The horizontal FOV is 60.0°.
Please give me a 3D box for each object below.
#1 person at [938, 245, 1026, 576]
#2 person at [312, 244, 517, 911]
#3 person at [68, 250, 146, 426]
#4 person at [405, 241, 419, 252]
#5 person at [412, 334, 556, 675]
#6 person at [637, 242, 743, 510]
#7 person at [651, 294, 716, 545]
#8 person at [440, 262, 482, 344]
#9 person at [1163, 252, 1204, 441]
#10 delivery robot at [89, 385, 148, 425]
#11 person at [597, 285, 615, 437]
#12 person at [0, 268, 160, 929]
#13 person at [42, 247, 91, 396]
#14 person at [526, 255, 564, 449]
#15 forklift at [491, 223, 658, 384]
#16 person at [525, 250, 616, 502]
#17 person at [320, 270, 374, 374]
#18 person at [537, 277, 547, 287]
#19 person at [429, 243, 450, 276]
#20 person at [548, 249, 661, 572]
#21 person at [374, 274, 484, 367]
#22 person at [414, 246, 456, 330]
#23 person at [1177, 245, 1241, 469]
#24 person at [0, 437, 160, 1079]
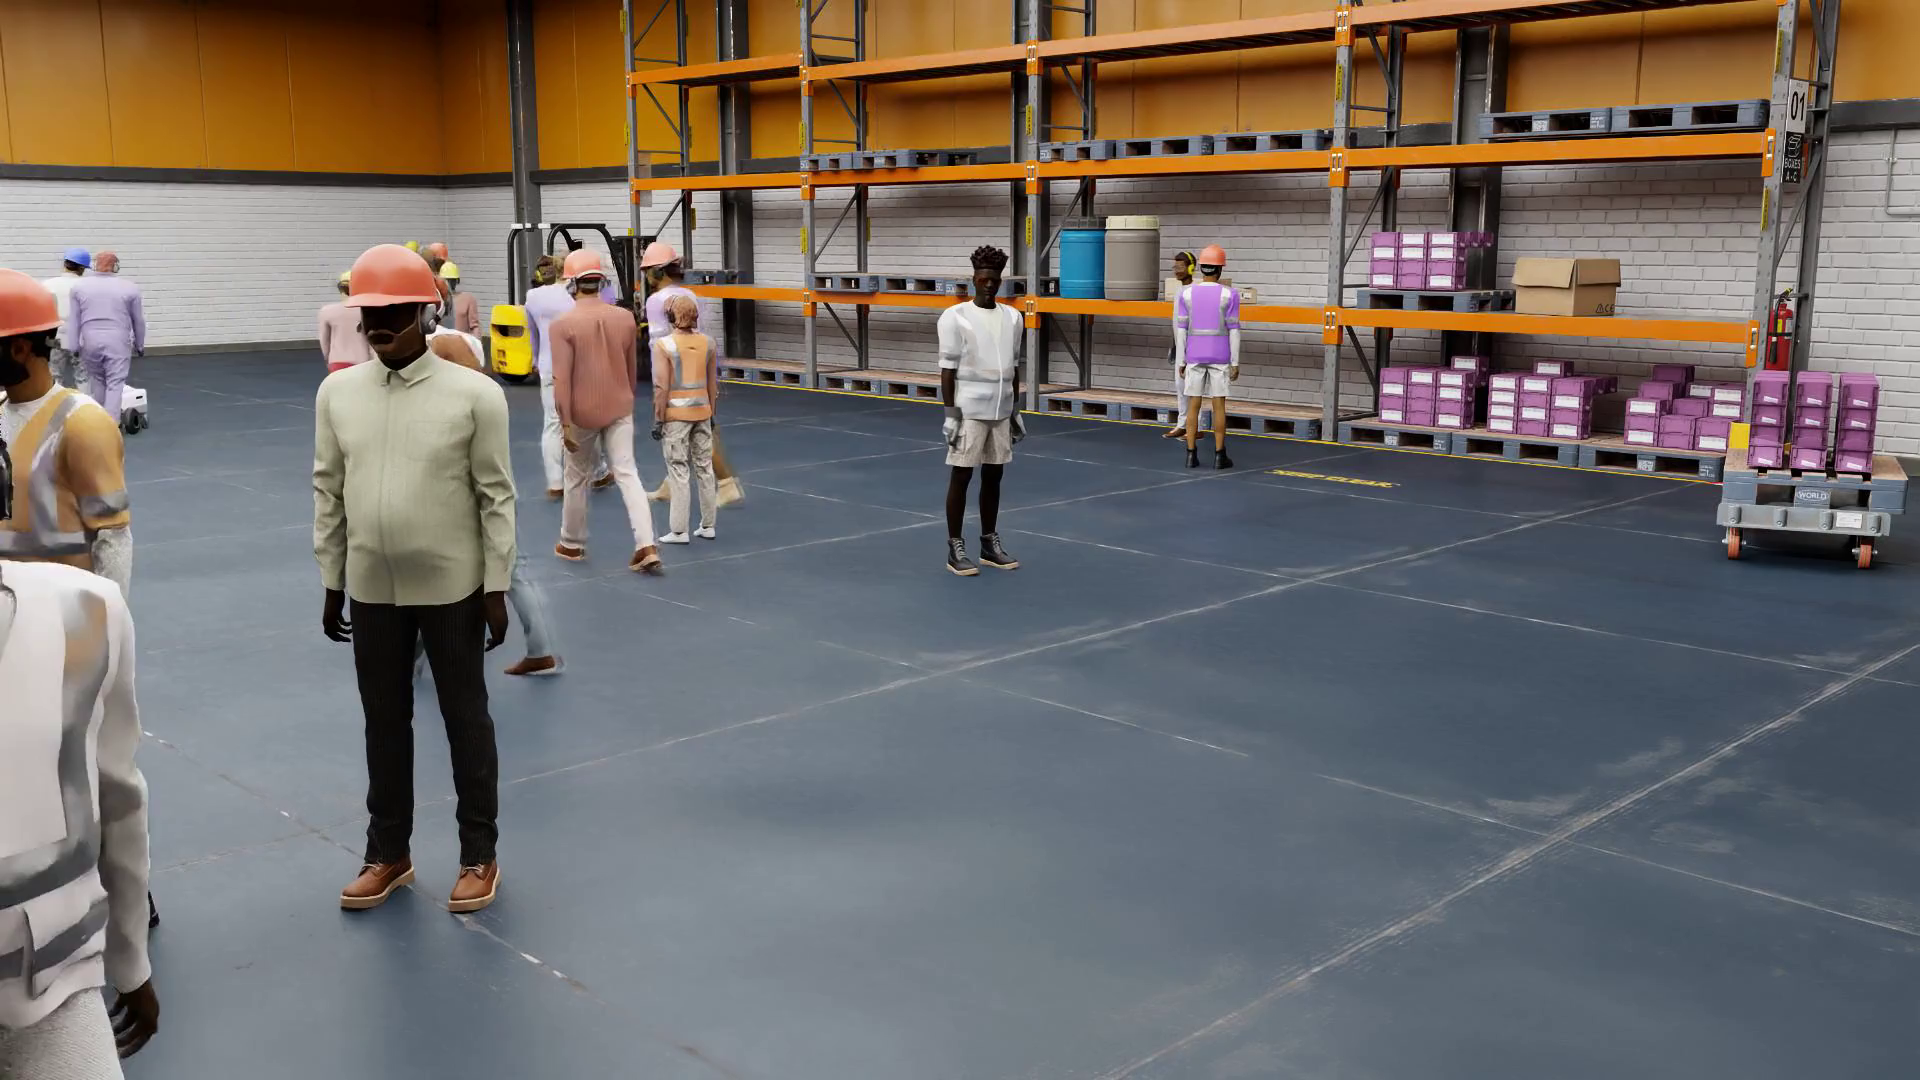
[{"bbox_3d":[0.140,-0.778,9.995,0.608,1.963,0.372,-8,13,-36],"label":"person"},{"bbox_3d":[-1.634,0.126,4.980,0.612,1.995,0.382,1,10,5],"label":"person"},{"bbox_3d":[-8.404,-1.917,16.479,0.663,1.868,0.900,-2,11,-9],"label":"person"},{"bbox_3d":[-8.688,-3.780,26.463,0.589,1.927,0.388,-1,10,-4],"label":"person"},{"bbox_3d":[-2.277,-0.141,7.565,0.879,1.582,0.510,1,10,6],"label":"person"},{"bbox_3d":[-2.007,-1.211,12.367,0.897,1.988,0.631,3,11,17],"label":"person"},{"bbox_3d":[-1.804,-0.787,10.930,0.306,1.639,0.523,9,14,40],"label":"person"},{"bbox_3d":[-5.183,-1.971,17.112,0.527,1.746,0.658,-6,12,-30],"label":"person"},{"bbox_3d":[2.241,-1.913,16.483,0.318,1.860,0.511,-4,11,-22],"label":"person"},{"bbox_3d":[-8.664,-1.426,17.118,0.477,0.478,0.707,-1,10,-5],"label":"delivery robot"},{"bbox_3d":[-3.731,-1.933,16.724,0.596,1.808,0.665,-8,13,-38],"label":"person"},{"bbox_3d":[-2.565,0.213,4.674,0.549,1.932,0.373,6,12,29],"label":"person"},{"bbox_3d":[-8.937,-1.998,16.818,0.634,1.903,0.489,-5,12,-27],"label":"person"},{"bbox_3d":[-3.785,-1.748,15.641,0.524,1.835,0.588,-4,11,-19],"label":"person"},{"bbox_3d":[-5.316,-3.263,22.920,2.313,2.155,1.214,-10,14,-44],"label":"forklift"},{"bbox_3d":[-2.996,-1.274,12.860,0.635,1.903,0.877,2,11,9],"label":"person"},{"bbox_3d":[-5.537,-1.592,15.137,0.517,1.703,0.929,-4,11,-20],"label":"person"},{"bbox_3d":[-4.885,-2.500,20.048,0.636,1.726,0.490,8,13,39],"label":"person"},{"bbox_3d":[-6.464,-2.708,20.620,0.375,1.928,0.542,3,11,16],"label":"person"},{"bbox_3d":[-2.178,-0.779,10.081,0.627,1.952,1.037,-8,13,-37],"label":"person"},{"bbox_3d":[-2.800,-0.503,8.883,0.573,1.834,1.020,-7,13,-35],"label":"person"},{"bbox_3d":[-4.649,-1.662,14.935,0.527,1.922,0.688,-1,10,-3],"label":"person"},{"bbox_3d":[2.163,-1.580,14.440,0.552,1.937,0.356,4,11,20],"label":"person"},{"bbox_3d":[-1.368,0.693,2.323,0.591,1.834,0.934,-10,14,-43],"label":"person"}]
